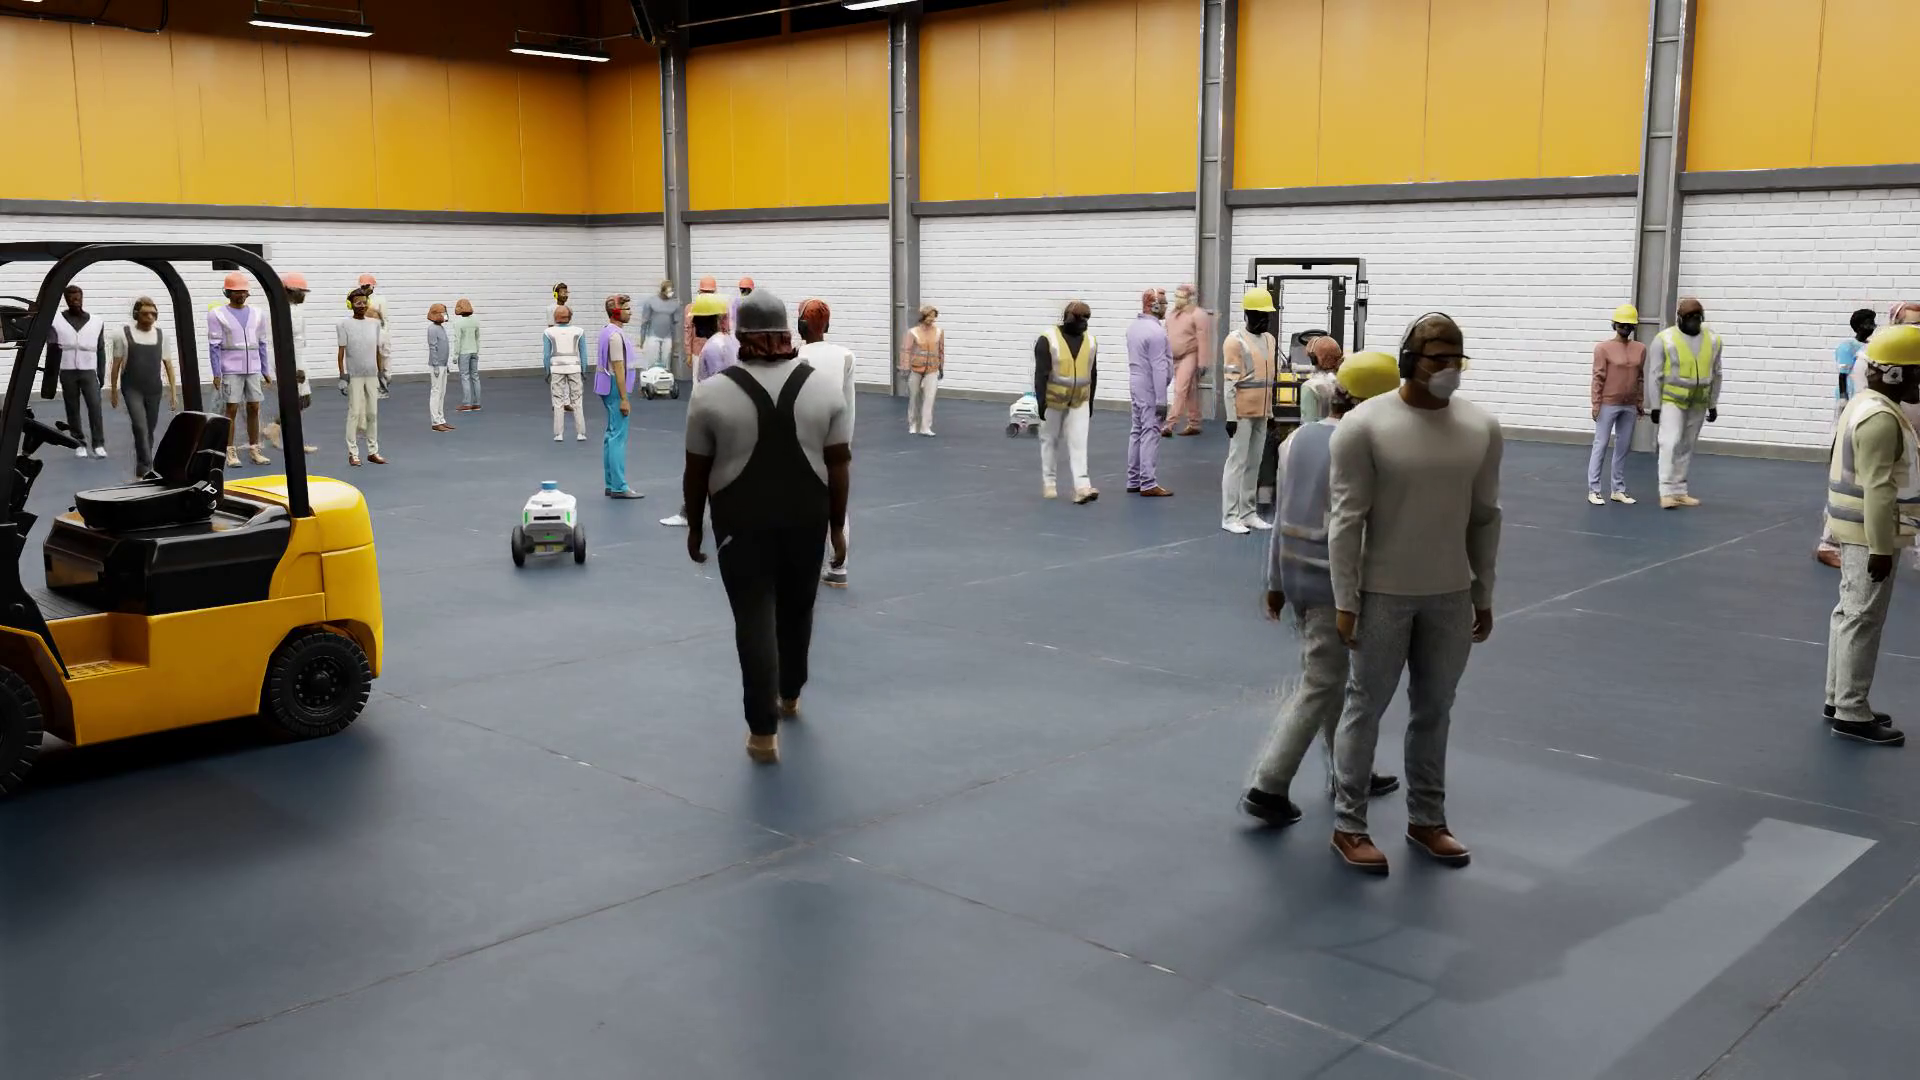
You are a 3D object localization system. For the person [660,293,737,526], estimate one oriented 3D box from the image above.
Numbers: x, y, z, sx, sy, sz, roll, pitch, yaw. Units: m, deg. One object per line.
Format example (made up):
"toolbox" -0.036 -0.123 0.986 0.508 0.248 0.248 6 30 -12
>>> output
"person" -1.904 -1.038 13.380 0.963 1.886 0.592 1 9 4

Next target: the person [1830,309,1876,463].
"person" 8.518 -1.344 15.805 0.533 1.697 0.318 -5 10 -28

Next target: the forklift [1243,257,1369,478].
"forklift" 3.309 -1.629 16.029 1.214 2.155 2.313 2 9 11

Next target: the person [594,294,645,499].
"person" -3.107 -1.294 15.036 0.389 1.848 0.563 -4 10 -21

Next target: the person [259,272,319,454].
"person" -7.427 -1.936 18.403 0.611 2.030 0.650 -7 12 -37

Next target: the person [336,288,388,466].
"person" -6.300 -1.715 17.557 0.314 1.867 0.537 8 12 41

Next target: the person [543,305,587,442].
"person" -4.732 -1.990 19.952 0.514 1.636 0.315 -2 10 -14

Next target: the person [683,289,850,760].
"person" -0.862 -0.129 7.303 0.700 2.000 1.028 -3 10 -16

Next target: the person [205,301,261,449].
"person" -8.421 -1.857 18.938 0.853 1.688 0.545 -1 9 -7

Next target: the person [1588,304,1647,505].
"person" 5.792 -1.184 14.617 0.533 1.765 0.319 -3 10 -15

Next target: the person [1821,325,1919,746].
"person" 4.043 -0.028 7.330 0.404 1.828 0.603 4 10 21

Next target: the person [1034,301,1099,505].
"person" 0.961 -1.210 14.718 0.645 1.771 0.964 -3 10 -16

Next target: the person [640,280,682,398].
"person" -4.813 -3.233 26.779 0.669 1.895 0.501 -6 11 -34

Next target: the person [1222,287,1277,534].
"person" 2.302 -1.015 13.082 0.593 1.924 0.384 -9 13 -44

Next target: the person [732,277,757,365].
"person" -3.485 -3.319 27.182 0.373 1.934 0.551 -8 12 -39

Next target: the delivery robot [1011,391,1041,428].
"delivery robot" 0.843 -1.602 20.593 0.477 0.478 0.707 2 9 11

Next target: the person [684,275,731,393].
"person" -3.258 -2.417 21.497 0.623 1.989 0.398 -3 10 -18

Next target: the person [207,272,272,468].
"person" -7.520 -1.780 17.424 0.381 2.040 0.615 8 12 41

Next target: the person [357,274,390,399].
"person" -9.400 -3.244 26.542 0.623 1.992 0.397 4 10 21

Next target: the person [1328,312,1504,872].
"person" 1.558 0.188 5.721 0.630 1.932 0.384 -2 10 -13

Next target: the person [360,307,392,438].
"person" -7.185 -2.034 20.313 0.545 1.593 0.676 -8 12 -39

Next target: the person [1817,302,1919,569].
"person" 6.280 -0.669 11.194 0.673 1.847 1.021 -3 10 -20

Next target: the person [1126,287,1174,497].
"person" 1.747 -1.348 15.201 0.407 1.907 0.658 -3 10 -15

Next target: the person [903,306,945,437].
"person" -0.478 -2.101 20.733 0.611 1.599 0.697 -2 10 -13

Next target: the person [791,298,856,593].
"person" -0.922 -0.600 10.668 0.574 1.885 0.356 -8 12 -42

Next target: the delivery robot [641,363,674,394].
"delivery robot" -4.835 -2.575 26.533 0.477 0.478 0.707 -5 11 -29

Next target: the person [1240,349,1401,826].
"person" 1.378 0.171 6.251 0.835 1.784 0.641 -5 10 -27

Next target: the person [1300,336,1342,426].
"person" 2.386 -0.512 10.892 0.515 1.636 0.314 -8 12 -41

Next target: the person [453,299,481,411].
"person" -7.212 -2.699 24.303 0.277 1.633 0.507 4 10 25

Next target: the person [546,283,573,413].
"person" -5.742 -2.775 24.048 0.328 1.872 0.512 5 11 28

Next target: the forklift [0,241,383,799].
"forklift" -3.706 -0.171 7.093 1.214 2.155 2.313 9 13 43

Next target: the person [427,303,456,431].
"person" -6.652 -2.208 21.291 0.279 1.634 0.499 0 9 -2

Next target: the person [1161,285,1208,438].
"person" 2.654 -2.184 20.430 0.939 1.857 0.676 -6 11 -31

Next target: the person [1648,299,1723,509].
"person" 6.276 -1.167 14.395 0.629 1.814 0.616 -1 9 -6

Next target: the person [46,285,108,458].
"person" -9.583 -1.813 18.110 0.592 1.881 0.898 -6 11 -34

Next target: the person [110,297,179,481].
"person" -7.556 -1.349 15.500 0.911 1.799 0.527 9 13 42

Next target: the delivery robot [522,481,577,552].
"delivery robot" -2.918 -0.177 11.853 0.477 0.478 0.707 -2 9 -10
